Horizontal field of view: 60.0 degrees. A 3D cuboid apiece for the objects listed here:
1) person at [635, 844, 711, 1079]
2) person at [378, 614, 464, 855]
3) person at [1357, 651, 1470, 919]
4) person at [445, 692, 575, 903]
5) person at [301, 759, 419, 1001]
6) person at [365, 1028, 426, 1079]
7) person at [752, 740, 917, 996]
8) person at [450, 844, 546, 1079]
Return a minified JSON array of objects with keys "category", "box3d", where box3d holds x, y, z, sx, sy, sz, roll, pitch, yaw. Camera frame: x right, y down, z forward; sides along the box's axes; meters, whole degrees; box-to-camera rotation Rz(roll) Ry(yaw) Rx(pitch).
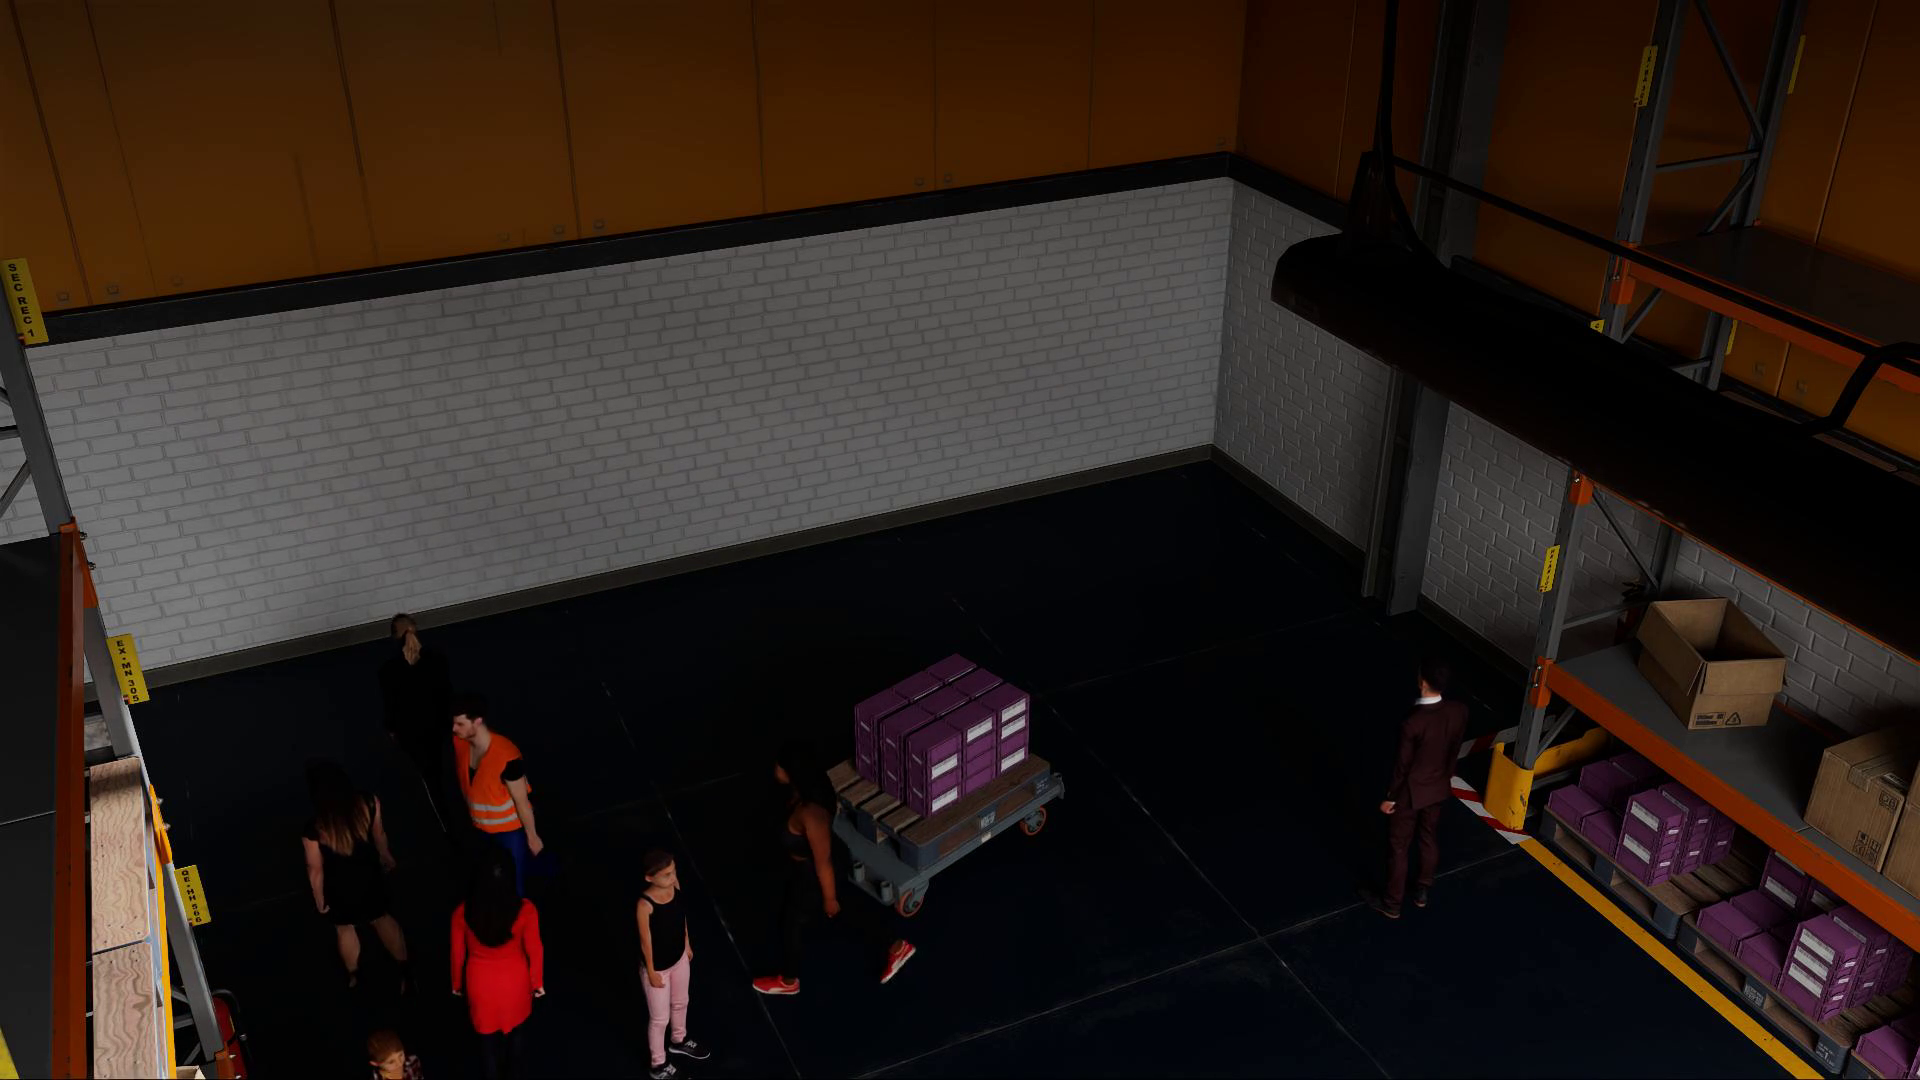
[{"category":"person","box3d":[-1.623,2.299,9.087,0.639,1.563,0.594,16,32,27]},{"category":"person","box3d":[-3.460,1.308,10.815,0.728,1.648,1.124,-18,33,-29]},{"category":"person","box3d":[2.821,1.512,10.214,0.680,1.866,0.591,-14,31,-23]},{"category":"person","box3d":[-2.675,1.641,9.989,1.147,1.854,1.102,17,33,28]},{"category":"person","box3d":[-3.436,1.986,9.521,0.999,1.696,0.877,23,36,35]},{"category":"person","box3d":[-2.823,2.913,8.265,0.979,1.272,0.767,21,35,34]},{"category":"person","box3d":[-0.721,1.922,9.561,1.100,1.771,1.257,-2,29,-3]},{"category":"person","box3d":[-2.408,2.410,8.713,0.790,1.726,0.943,-7,29,-13]}]
